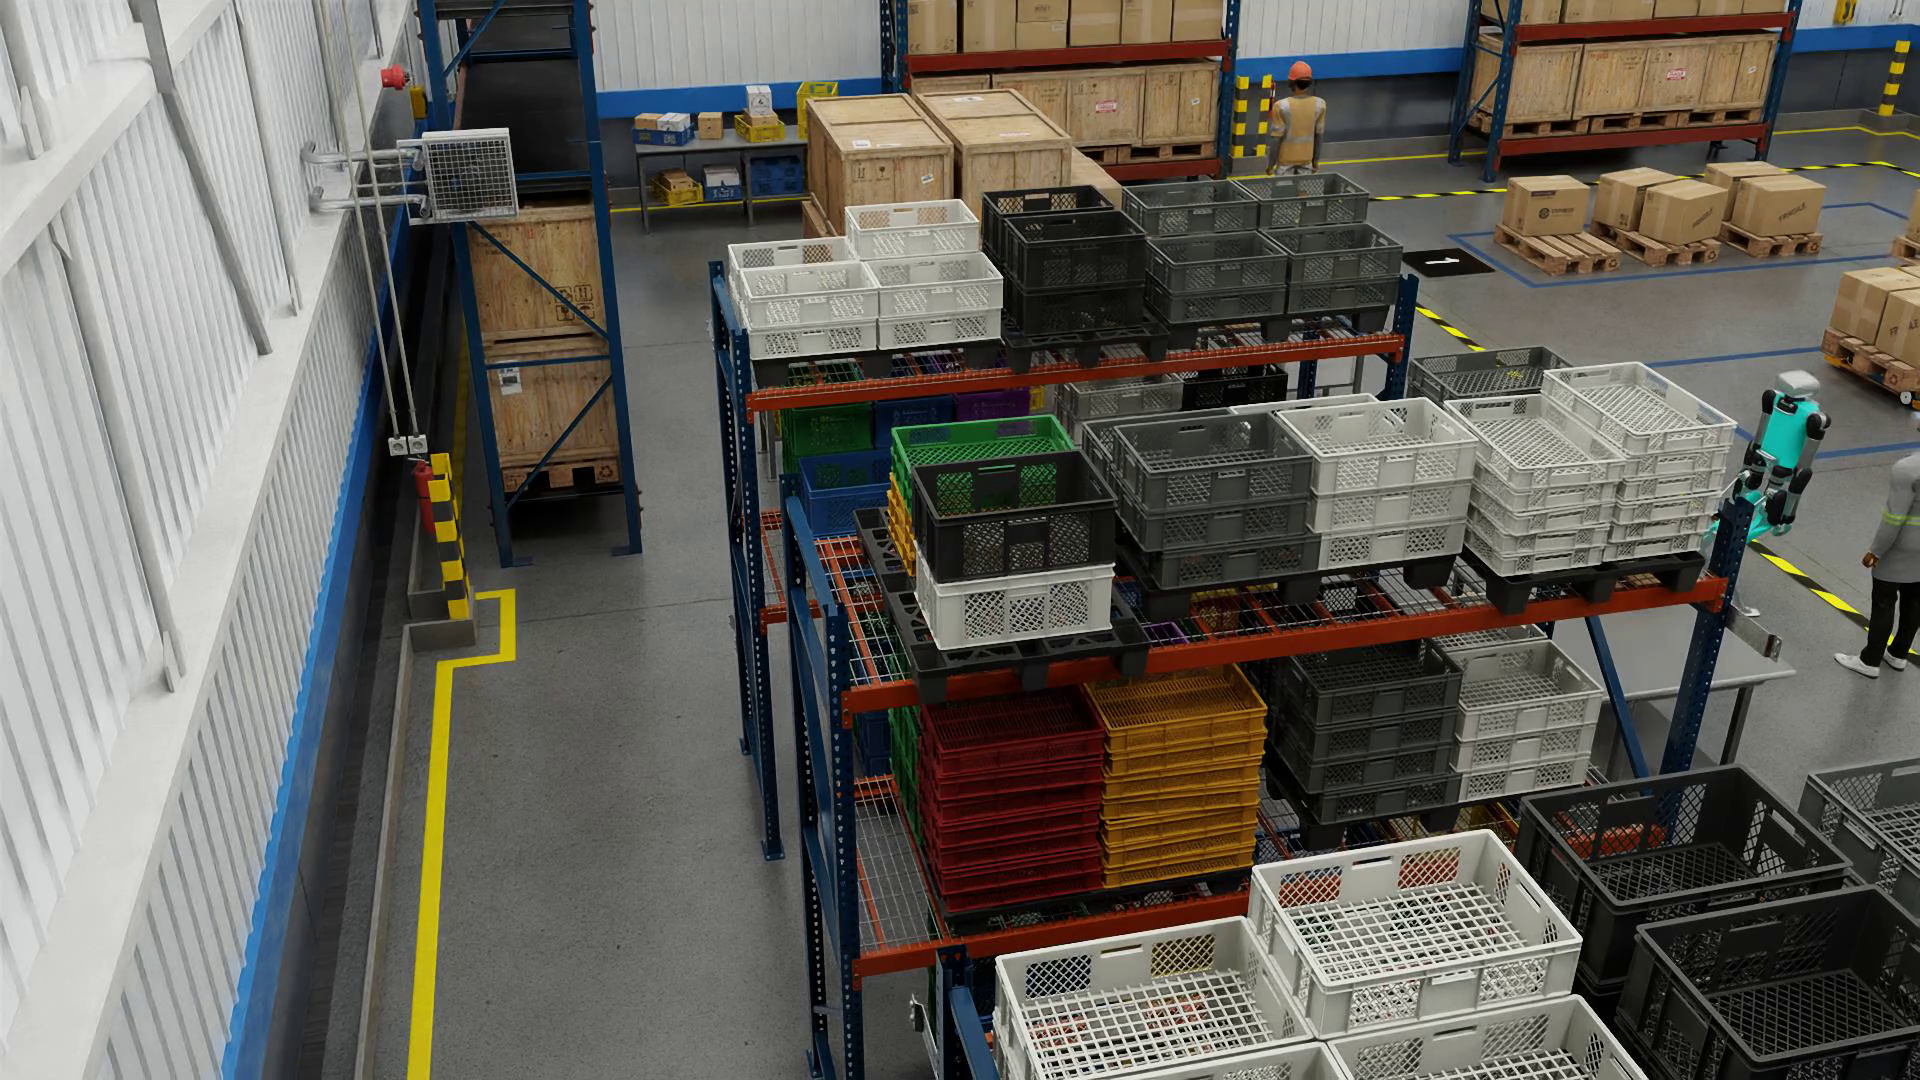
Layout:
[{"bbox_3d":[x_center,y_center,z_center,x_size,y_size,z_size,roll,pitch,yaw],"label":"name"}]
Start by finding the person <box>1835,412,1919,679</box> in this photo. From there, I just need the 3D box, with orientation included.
[{"bbox_3d":[5.885,-0.006,10.360,0.596,1.849,0.388,-10,29,-17],"label":"person"}]

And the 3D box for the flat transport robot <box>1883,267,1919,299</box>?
[{"bbox_3d":[10.349,-2.675,17.091,1.431,0.197,0.652,-6,28,-12],"label":"flat transport robot"}]

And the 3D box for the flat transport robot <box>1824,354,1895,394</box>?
[{"bbox_3d":[8.473,-1.467,14.800,0.652,0.197,1.431,-6,28,-12],"label":"flat transport robot"}]

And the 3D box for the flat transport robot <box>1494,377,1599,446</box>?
[{"bbox_3d":[4.780,-1.036,14.013,0.659,0.231,1.431,-6,28,-12],"label":"flat transport robot"}]

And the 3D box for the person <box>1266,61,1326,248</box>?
[{"bbox_3d":[3.602,-4.133,17.989,0.613,2.041,0.375,-7,29,-13],"label":"person"}]

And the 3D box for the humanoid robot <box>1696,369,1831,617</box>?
[{"bbox_3d":[5.108,-0.276,10.850,0.735,1.677,0.533,-7,29,-13],"label":"humanoid robot"}]
